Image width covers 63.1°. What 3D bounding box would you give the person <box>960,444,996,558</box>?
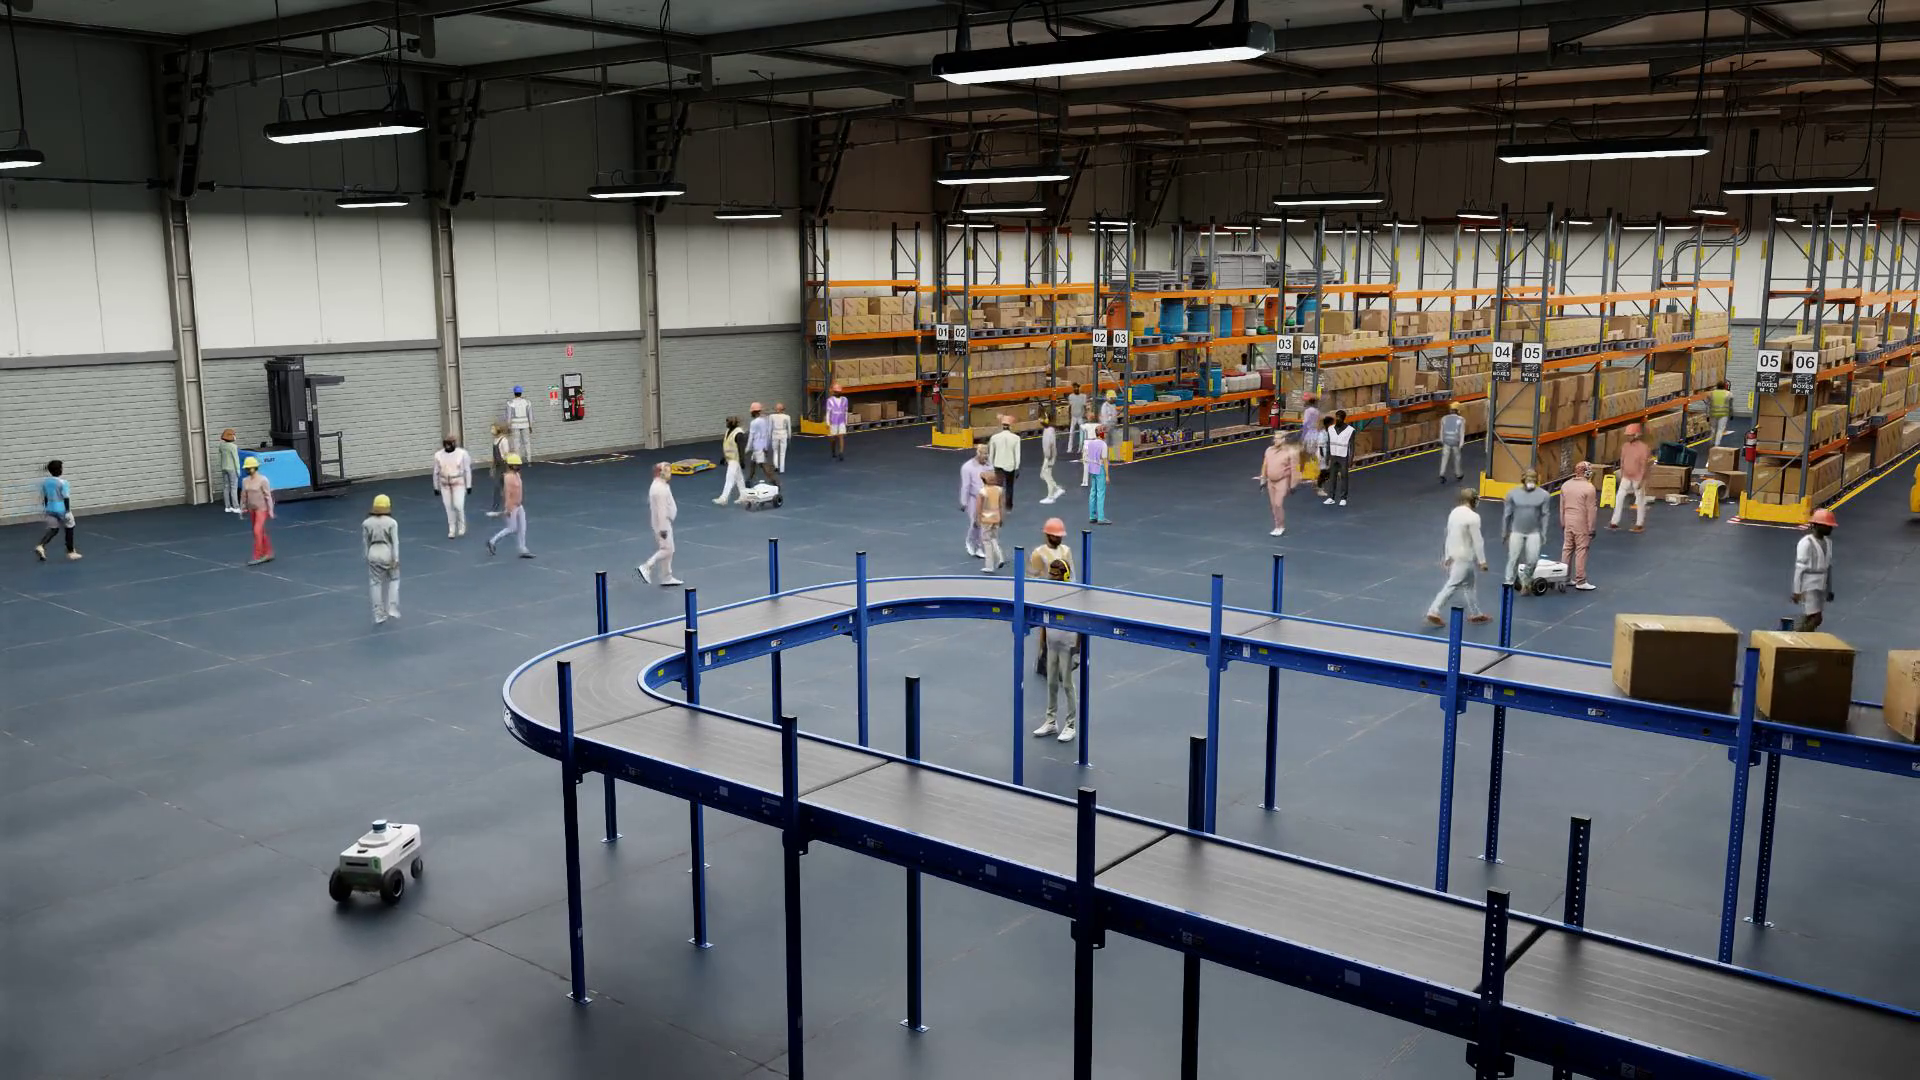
[{"bbox_3d":[0.332,-0.638,25.732,0.662,1.889,0.437,-7,12,-35],"label":"person"}]

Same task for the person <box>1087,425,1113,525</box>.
[{"bbox_3d":[2.580,-1.219,29.128,0.390,1.846,0.564,-6,12,-29],"label":"person"}]

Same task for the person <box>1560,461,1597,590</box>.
[{"bbox_3d":[9.255,-0.223,23.351,0.404,1.911,0.636,-4,11,-23],"label":"person"}]

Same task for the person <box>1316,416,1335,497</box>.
[{"bbox_3d":[7.611,-1.742,32.529,0.369,1.675,0.583,9,13,41],"label":"person"}]

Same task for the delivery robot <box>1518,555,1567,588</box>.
[{"bbox_3d":[8.630,0.461,23.163,0.707,0.478,0.477,-4,11,-22],"label":"delivery robot"}]

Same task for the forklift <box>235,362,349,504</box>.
[{"bbox_3d":[-13.803,-2.244,32.110,1.129,2.768,1.873,8,13,37],"label":"forklift"}]

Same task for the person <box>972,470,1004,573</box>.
[{"bbox_3d":[0.446,-0.292,24.541,0.515,1.623,0.372,-9,13,-41],"label":"person"}]

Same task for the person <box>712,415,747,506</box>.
[{"bbox_3d":[-4.647,-1.593,31.365,0.893,1.808,0.629,-5,11,-26],"label":"person"}]

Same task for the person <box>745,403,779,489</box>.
[{"bbox_3d":[-4.281,-1.978,33.305,0.988,1.889,0.563,3,10,16],"label":"person"}]

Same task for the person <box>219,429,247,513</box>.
[{"bbox_3d":[-14.198,-1.349,30.459,0.499,1.632,0.285,6,12,29],"label":"person"}]

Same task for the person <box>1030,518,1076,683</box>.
[{"bbox_3d":[1.160,0.696,18.182,0.568,1.900,0.878,-8,13,-39],"label":"person"}]

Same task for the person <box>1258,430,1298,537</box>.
[{"bbox_3d":[5.607,-1.004,27.794,0.589,1.884,0.661,-8,13,-39],"label":"person"}]

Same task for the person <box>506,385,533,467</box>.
[{"bbox_3d":[-10.464,-2.699,37.175,0.613,1.945,0.406,-6,12,-31],"label":"person"}]

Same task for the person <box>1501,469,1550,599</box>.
[{"bbox_3d":[8.125,-0.081,22.527,0.646,1.914,0.476,2,10,10],"label":"person"}]

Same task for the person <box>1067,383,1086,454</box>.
[{"bbox_3d":[2.962,-3.069,39.616,0.520,1.821,0.937,3,10,16],"label":"person"}]

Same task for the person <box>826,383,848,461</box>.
[{"bbox_3d":[-3.035,-2.942,38.667,0.555,1.909,0.880,-2,10,-12],"label":"person"}]

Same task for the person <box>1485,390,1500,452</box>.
[{"bbox_3d":[13.723,-3.046,40.121,0.520,1.583,0.849,9,13,41],"label":"person"}]

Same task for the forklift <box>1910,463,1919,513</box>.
[{"bbox_3d":[19.034,-1.348,28.998,2.313,2.155,1.214,8,13,37],"label":"forklift"}]

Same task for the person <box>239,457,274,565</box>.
[{"bbox_3d":[-11.371,-0.456,25.142,0.546,1.734,0.795,4,11,22],"label":"person"}]

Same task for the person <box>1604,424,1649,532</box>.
[{"bbox_3d":[12.046,-1.101,28.145,0.884,1.953,0.630,-6,12,-30],"label":"person"}]

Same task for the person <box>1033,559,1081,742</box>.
[{"bbox_3d":[1.021,1.111,15.947,0.520,1.873,0.335,9,14,43],"label":"person"}]

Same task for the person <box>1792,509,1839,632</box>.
[{"bbox_3d":[10.303,0.576,18.804,0.581,1.922,0.457,-6,12,-32],"label":"person"}]

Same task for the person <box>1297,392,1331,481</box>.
[{"bbox_3d":[7.847,-2.280,34.682,0.933,2.000,0.635,4,11,22],"label":"person"}]

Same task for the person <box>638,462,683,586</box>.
[{"bbox_3d":[-4.496,-0.232,23.438,0.564,1.890,0.668,-2,10,-10],"label":"person"}]

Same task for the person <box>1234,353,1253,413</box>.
[{"bbox_3d":[9.090,-5.034,50.342,0.604,1.943,0.671,5,11,28],"label":"person"}]

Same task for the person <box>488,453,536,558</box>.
[{"bbox_3d":[-7.390,-0.561,25.718,0.666,1.749,0.533,1,10,5],"label":"person"}]

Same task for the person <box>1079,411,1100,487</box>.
[{"bbox_3d":[2.833,-1.970,33.936,0.521,1.640,0.306,-3,10,-16],"label":"person"}]

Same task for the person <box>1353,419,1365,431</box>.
[{"bbox_3d":[10.534,-3.354,41.367,0.525,1.772,0.306,10,14,43],"label":"person"}]

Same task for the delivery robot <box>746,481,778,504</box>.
[{"bbox_3d":[-3.924,-0.936,31.025,0.477,0.478,0.707,6,11,29],"label":"delivery robot"}]

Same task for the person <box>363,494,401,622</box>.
[{"bbox_3d":[-7.828,0.247,21.205,0.504,1.722,0.461,0,10,0],"label":"person"}]

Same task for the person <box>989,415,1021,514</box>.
[{"bbox_3d":[0.851,-1.413,30.006,0.635,1.937,1.071,2,10,11],"label":"person"}]

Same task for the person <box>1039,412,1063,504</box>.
[{"bbox_3d":[1.821,-1.660,31.602,0.456,1.847,0.570,-2,10,-12],"label":"person"}]

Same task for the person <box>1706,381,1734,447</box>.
[{"bbox_3d":[19.725,-3.232,40.603,0.621,1.787,0.967,7,12,35],"label":"person"}]

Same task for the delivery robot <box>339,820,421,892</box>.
[{"bbox_3d":[-4.496,2.418,12.149,0.477,0.478,0.707,2,10,9],"label":"delivery robot"}]

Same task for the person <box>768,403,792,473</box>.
[{"bbox_3d":[-4.150,-2.354,36.120,0.544,1.622,0.395,1,10,3],"label":"person"}]

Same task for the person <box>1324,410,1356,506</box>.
[{"bbox_3d":[7.629,-1.656,31.399,0.589,1.915,0.398,8,13,38],"label":"person"}]

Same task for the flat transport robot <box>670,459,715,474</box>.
[{"bbox_3d":[-6.326,-1.716,36.479,0.652,0.197,1.431,3,11,17],"label":"flat transport robot"}]

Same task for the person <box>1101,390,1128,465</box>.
[{"bbox_3d":[3.684,-2.677,37.442,0.805,1.801,0.627,7,12,34],"label":"person"}]

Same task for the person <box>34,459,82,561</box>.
[{"bbox_3d":[-14.693,-0.468,25.392,0.539,1.676,0.695,3,11,17],"label":"person"}]

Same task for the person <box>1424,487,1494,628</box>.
[{"bbox_3d":[6.669,0.232,20.877,1.011,1.892,0.633,-1,10,-5],"label":"person"}]

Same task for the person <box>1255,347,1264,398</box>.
[{"bbox_3d":[10.726,-6.059,56.445,0.459,1.816,0.623,6,12,29],"label":"person"}]

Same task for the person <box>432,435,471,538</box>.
[{"bbox_3d":[-8.984,-0.948,27.643,0.661,1.828,0.458,0,10,-1],"label":"person"}]

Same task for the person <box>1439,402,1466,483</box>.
[{"bbox_3d":[10.887,-2.168,34.638,0.601,1.791,0.920,8,13,40],"label":"person"}]

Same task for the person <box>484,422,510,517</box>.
[{"bbox_3d":[-8.878,-1.352,29.968,0.826,1.809,0.533,-7,12,-34],"label":"person"}]
